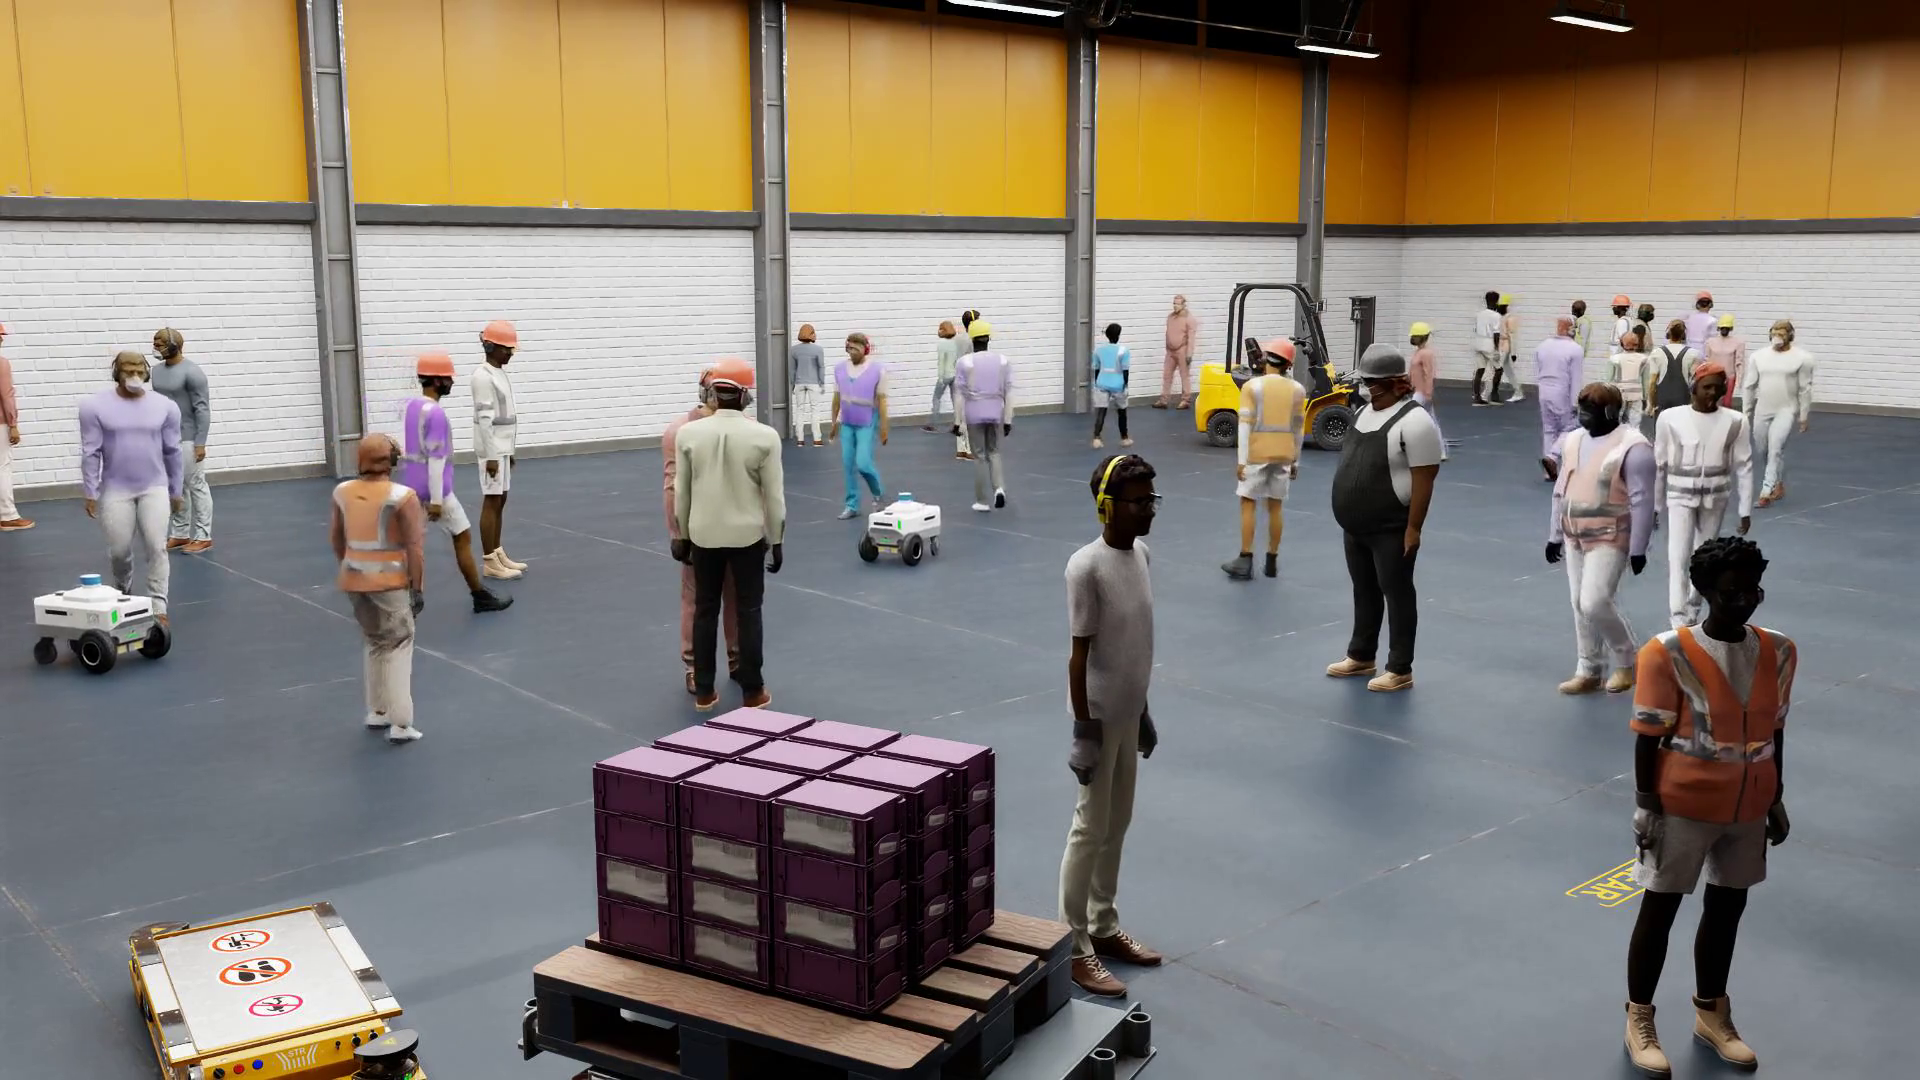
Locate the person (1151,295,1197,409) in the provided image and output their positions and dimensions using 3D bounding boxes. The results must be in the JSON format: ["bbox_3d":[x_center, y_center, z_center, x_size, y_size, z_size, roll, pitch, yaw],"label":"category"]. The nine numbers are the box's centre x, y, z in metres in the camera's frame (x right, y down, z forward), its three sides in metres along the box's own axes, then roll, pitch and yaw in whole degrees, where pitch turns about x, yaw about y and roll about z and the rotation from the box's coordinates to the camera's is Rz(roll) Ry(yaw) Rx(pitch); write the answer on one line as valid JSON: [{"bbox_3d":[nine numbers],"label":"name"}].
[{"bbox_3d":[3.562,-3.084,27.439,0.634,1.894,0.688,-9,13,-41],"label":"person"}]

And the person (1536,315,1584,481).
[{"bbox_3d":[6.687,-1.572,18.621,0.513,1.884,0.644,-6,11,-31],"label":"person"}]

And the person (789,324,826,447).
[{"bbox_3d":[-2.036,-2.058,22.178,0.501,1.633,0.285,2,10,14],"label":"person"}]

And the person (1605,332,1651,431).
[{"bbox_3d":[7.983,-1.670,19.924,0.519,1.632,0.313,1,10,8],"label":"person"}]

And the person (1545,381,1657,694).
[{"bbox_3d":[3.651,0.009,9.522,0.432,1.832,0.637,-3,10,-18],"label":"person"}]

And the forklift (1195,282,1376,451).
[{"bbox_3d":[4.328,-2.346,22.227,2.313,2.155,1.214,3,10,16],"label":"forklift"}]

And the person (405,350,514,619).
[{"bbox_3d":[-3.685,-0.377,11.612,0.986,1.894,0.562,-8,13,-40],"label":"person"}]

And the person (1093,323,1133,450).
[{"bbox_3d":[2.007,-2.019,21.888,0.544,1.658,0.794,6,11,30],"label":"person"}]

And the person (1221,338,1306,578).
[{"bbox_3d":[2.439,-0.653,13.211,0.626,1.887,0.498,-2,10,-11],"label":"person"}]

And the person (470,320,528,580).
[{"bbox_3d":[-3.622,-0.707,13.105,0.395,2.033,0.605,-1,10,-3],"label":"person"}]

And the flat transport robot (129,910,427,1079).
[{"bbox_3d":[-2.229,1.499,5.335,0.652,0.197,1.431,-6,11,-32],"label":"flat transport robot"}]

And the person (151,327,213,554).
[{"bbox_3d":[-6.646,-0.844,14.190,0.629,1.937,0.378,5,11,29],"label":"person"}]

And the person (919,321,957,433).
[{"bbox_3d":[-0.244,-2.319,23.800,0.708,1.610,0.510,9,13,44],"label":"person"}]

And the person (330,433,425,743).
[{"bbox_3d":[-3.074,0.255,8.740,0.551,1.613,0.436,3,10,17],"label":"person"}]

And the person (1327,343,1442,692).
[{"bbox_3d":[2.438,-0.138,9.748,0.535,2.000,0.684,-4,10,-22],"label":"person"}]

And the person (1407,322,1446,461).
[{"bbox_3d":[5.598,-1.809,20.478,0.915,1.719,0.523,1,10,8],"label":"person"}]

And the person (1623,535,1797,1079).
[{"bbox_3d":[2.316,0.820,5.142,0.541,1.695,0.316,-2,10,-10],"label":"person"}]

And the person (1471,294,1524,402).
[{"bbox_3d":[9.389,-3.313,28.839,1.007,1.873,0.593,0,10,-3],"label":"person"}]

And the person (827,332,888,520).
[{"bbox_3d":[-0.965,-1.095,15.983,0.607,1.823,0.466,6,11,32],"label":"person"}]

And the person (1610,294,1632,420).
[{"bbox_3d":[10.218,-2.831,25.818,0.371,1.938,0.553,5,11,29],"label":"person"}]

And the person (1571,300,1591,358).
[{"bbox_3d":[10.084,-3.027,27.336,0.553,1.814,0.699,-1,10,-5],"label":"person"}]

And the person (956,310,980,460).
[{"bbox_3d":[0.134,-1.924,20.707,0.325,1.871,0.524,-5,11,-29],"label":"person"}]

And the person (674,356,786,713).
[{"bbox_3d":[-1.276,-0.025,9.261,0.629,1.986,0.420,1,10,5],"label":"person"}]

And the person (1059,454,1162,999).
[{"bbox_3d":[0.536,0.625,5.783,0.315,1.869,0.526,6,11,31],"label":"person"}]

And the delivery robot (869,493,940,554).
[{"bbox_3d":[-0.457,-0.150,13.888,0.477,0.478,0.707,5,11,29],"label":"delivery robot"}]

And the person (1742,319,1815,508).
[{"bbox_3d":[8.341,-1.302,16.959,0.640,1.912,0.867,9,14,44],"label":"person"}]

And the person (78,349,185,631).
[{"bbox_3d":[-5.622,-0.348,11.335,0.637,1.919,0.672,-6,11,-31],"label":"person"}]

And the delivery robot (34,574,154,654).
[{"bbox_3d":[-5.383,0.457,10.336,0.707,0.478,0.477,4,10,21],"label":"delivery robot"}]

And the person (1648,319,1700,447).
[{"bbox_3d":[7.834,-1.501,18.299,0.508,1.846,0.345,4,10,20],"label":"person"}]

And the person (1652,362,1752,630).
[{"bbox_3d":[4.824,-0.225,10.835,0.600,1.853,0.817,2,10,14],"label":"person"}]

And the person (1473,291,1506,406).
[{"bbox_3d":[8.997,-3.223,28.098,0.729,1.936,0.661,-4,11,-23],"label":"person"}]

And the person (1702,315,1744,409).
[{"bbox_3d":[10.469,-2.217,22.858,0.546,1.718,0.903,6,11,30],"label":"person"}]

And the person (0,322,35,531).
[{"bbox_3d":[-8.952,-1.078,15.398,0.614,1.988,0.395,4,10,20],"label":"person"}]

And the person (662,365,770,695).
[{"bbox_3d":[-1.402,-0.064,9.712,0.639,1.908,0.409,-6,11,-31],"label":"person"}]

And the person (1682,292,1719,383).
[{"bbox_3d":[11.509,-2.868,25.931,0.606,1.986,1.002,8,13,40],"label":"person"}]

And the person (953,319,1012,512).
[{"bbox_3d":[0.210,-1.223,16.486,0.582,1.909,0.409,-4,11,-23],"label":"person"}]

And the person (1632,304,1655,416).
[{"bbox_3d":[10.718,-2.861,26.448,0.912,1.799,0.642,5,11,29],"label":"person"}]
